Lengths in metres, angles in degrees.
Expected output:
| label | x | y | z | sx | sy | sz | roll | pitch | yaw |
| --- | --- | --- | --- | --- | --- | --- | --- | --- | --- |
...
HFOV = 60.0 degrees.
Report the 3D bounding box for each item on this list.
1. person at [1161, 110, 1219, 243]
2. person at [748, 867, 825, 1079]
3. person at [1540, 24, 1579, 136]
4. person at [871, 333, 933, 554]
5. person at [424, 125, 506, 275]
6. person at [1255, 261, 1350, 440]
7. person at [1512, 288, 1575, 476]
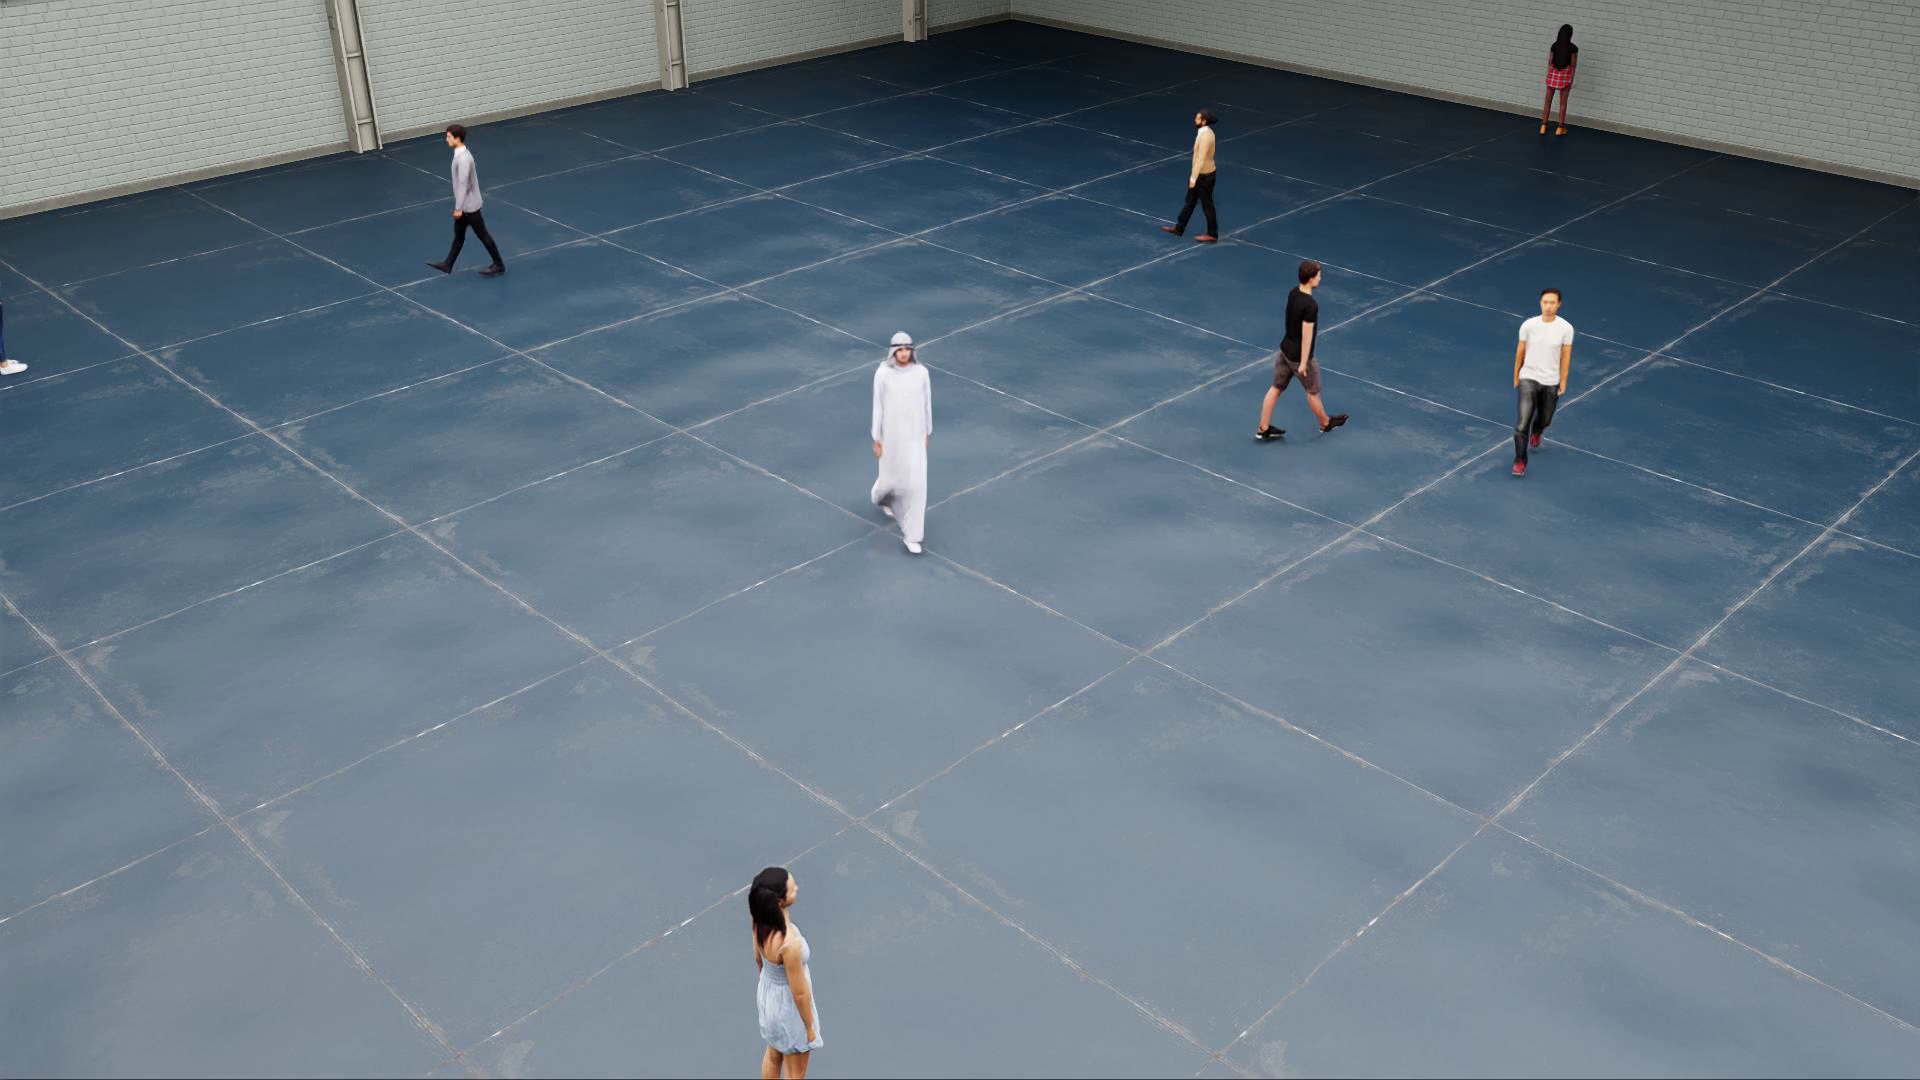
| label | x | y | z | sx | sy | sz | roll | pitch | yaw |
| --- | --- | --- | --- | --- | --- | --- | --- | --- | --- |
| person | 3.269 | -4.745 | 21.771 | 1.084 | 1.730 | 1.063 | 3 | 28 | 6 |
| person | -0.896 | 2.358 | 8.433 | 0.573 | 1.730 | 0.615 | -19 | 34 | -32 |
| person | 9.659 | -7.419 | 26.796 | 0.655 | 1.726 | 0.642 | 18 | 33 | 30 |
| person | -0.517 | -0.902 | 14.374 | 1.206 | 1.899 | 1.115 | -8 | 29 | -14 |
| person | -5.958 | -4.149 | 20.498 | 1.311 | 1.874 | 1.066 | -11 | 30 | -19 |
| person | 3.188 | -1.803 | 16.160 | 1.260 | 1.812 | 0.997 | -9 | 29 | -17 |
| person | 5.477 | -1.526 | 15.671 | 0.952 | 1.782 | 1.142 | 8 | 29 | 15 |
